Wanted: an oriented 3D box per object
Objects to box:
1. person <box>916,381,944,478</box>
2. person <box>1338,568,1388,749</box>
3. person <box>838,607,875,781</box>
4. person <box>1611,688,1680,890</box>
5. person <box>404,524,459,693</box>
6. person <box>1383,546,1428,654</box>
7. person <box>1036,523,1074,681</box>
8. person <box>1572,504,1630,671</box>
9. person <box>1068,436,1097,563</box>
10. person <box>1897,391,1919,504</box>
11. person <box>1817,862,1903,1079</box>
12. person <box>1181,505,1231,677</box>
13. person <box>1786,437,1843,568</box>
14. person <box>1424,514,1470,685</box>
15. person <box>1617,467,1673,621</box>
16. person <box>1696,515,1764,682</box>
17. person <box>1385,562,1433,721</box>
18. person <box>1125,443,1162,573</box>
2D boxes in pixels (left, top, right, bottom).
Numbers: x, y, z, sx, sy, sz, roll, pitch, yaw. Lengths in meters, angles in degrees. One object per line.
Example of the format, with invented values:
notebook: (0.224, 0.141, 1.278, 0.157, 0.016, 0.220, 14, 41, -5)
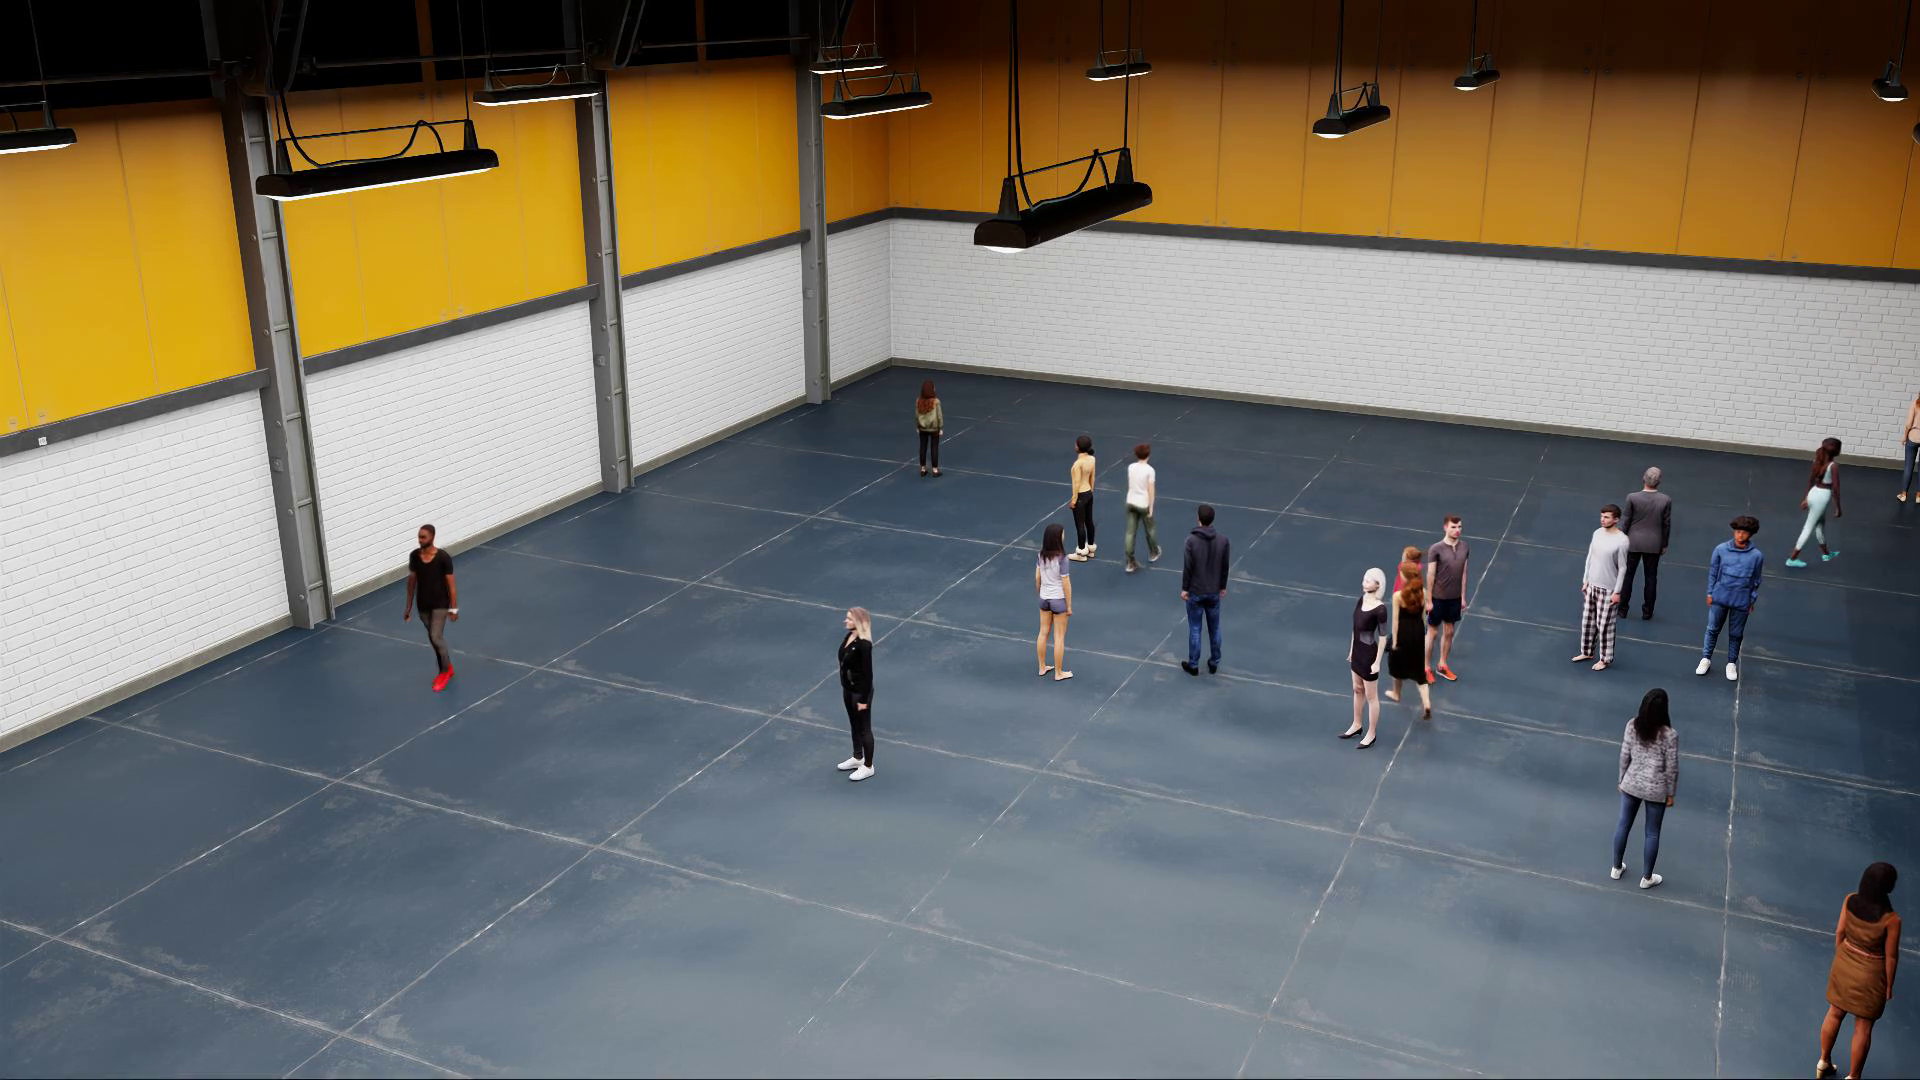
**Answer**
person: (-0.467, -1.687, 25.151, 0.597, 1.476, 0.529, 6, 20, 18)
person: (3.964, 1.139, 16.206, 0.702, 1.829, 0.648, -8, 20, -21)
person: (-0.944, 1.417, 15.603, 0.721, 1.687, 0.689, -10, 21, -26)
person: (5.651, 2.028, 13.717, 0.667, 1.733, 0.623, 16, 24, 40)
person: (-5.534, 0.666, 17.678, 0.683, 1.786, 0.758, 7, 20, 20)
person: (5.026, 0.674, 18.456, 0.847, 1.275, 0.918, -1, 19, -2)
person: (1.006, 0.646, 17.819, 0.643, 1.734, 0.601, 16, 25, 40)
person: (7.005, 0.494, 18.093, 0.734, 1.847, 0.711, -10, 21, -27)
person: (1.592, -0.552, 21.495, 0.710, 1.660, 0.573, 16, 24, 38)
person: (13.785, -1.422, 23.868, 0.591, 1.792, 0.520, 8, 20, 22)
person: (6.031, 2.918, 11.145, 0.685, 1.688, 0.650, -10, 21, -26)
person: (2.628, 0.537, 17.896, 0.759, 1.892, 0.781, -4, 19, -11)
person: (10.835, -0.453, 21.147, 1.019, 1.692, 1.047, -3, 19, -10)
person: (5.171, 0.608, 17.744, 0.717, 1.854, 0.771, -6, 20, -18)
person: (8.008, 0.029, 19.483, 0.751, 1.842, 0.661, 5, 19, 14)
person: (8.289, 0.592, 17.857, 0.680, 1.811, 0.576, 10, 21, 28)
person: (4.596, 1.031, 16.897, 0.988, 1.592, 1.113, -3, 19, -8)
person: (2.230, -0.389, 21.065, 0.586, 1.624, 1.000, 10, 21, 28)
